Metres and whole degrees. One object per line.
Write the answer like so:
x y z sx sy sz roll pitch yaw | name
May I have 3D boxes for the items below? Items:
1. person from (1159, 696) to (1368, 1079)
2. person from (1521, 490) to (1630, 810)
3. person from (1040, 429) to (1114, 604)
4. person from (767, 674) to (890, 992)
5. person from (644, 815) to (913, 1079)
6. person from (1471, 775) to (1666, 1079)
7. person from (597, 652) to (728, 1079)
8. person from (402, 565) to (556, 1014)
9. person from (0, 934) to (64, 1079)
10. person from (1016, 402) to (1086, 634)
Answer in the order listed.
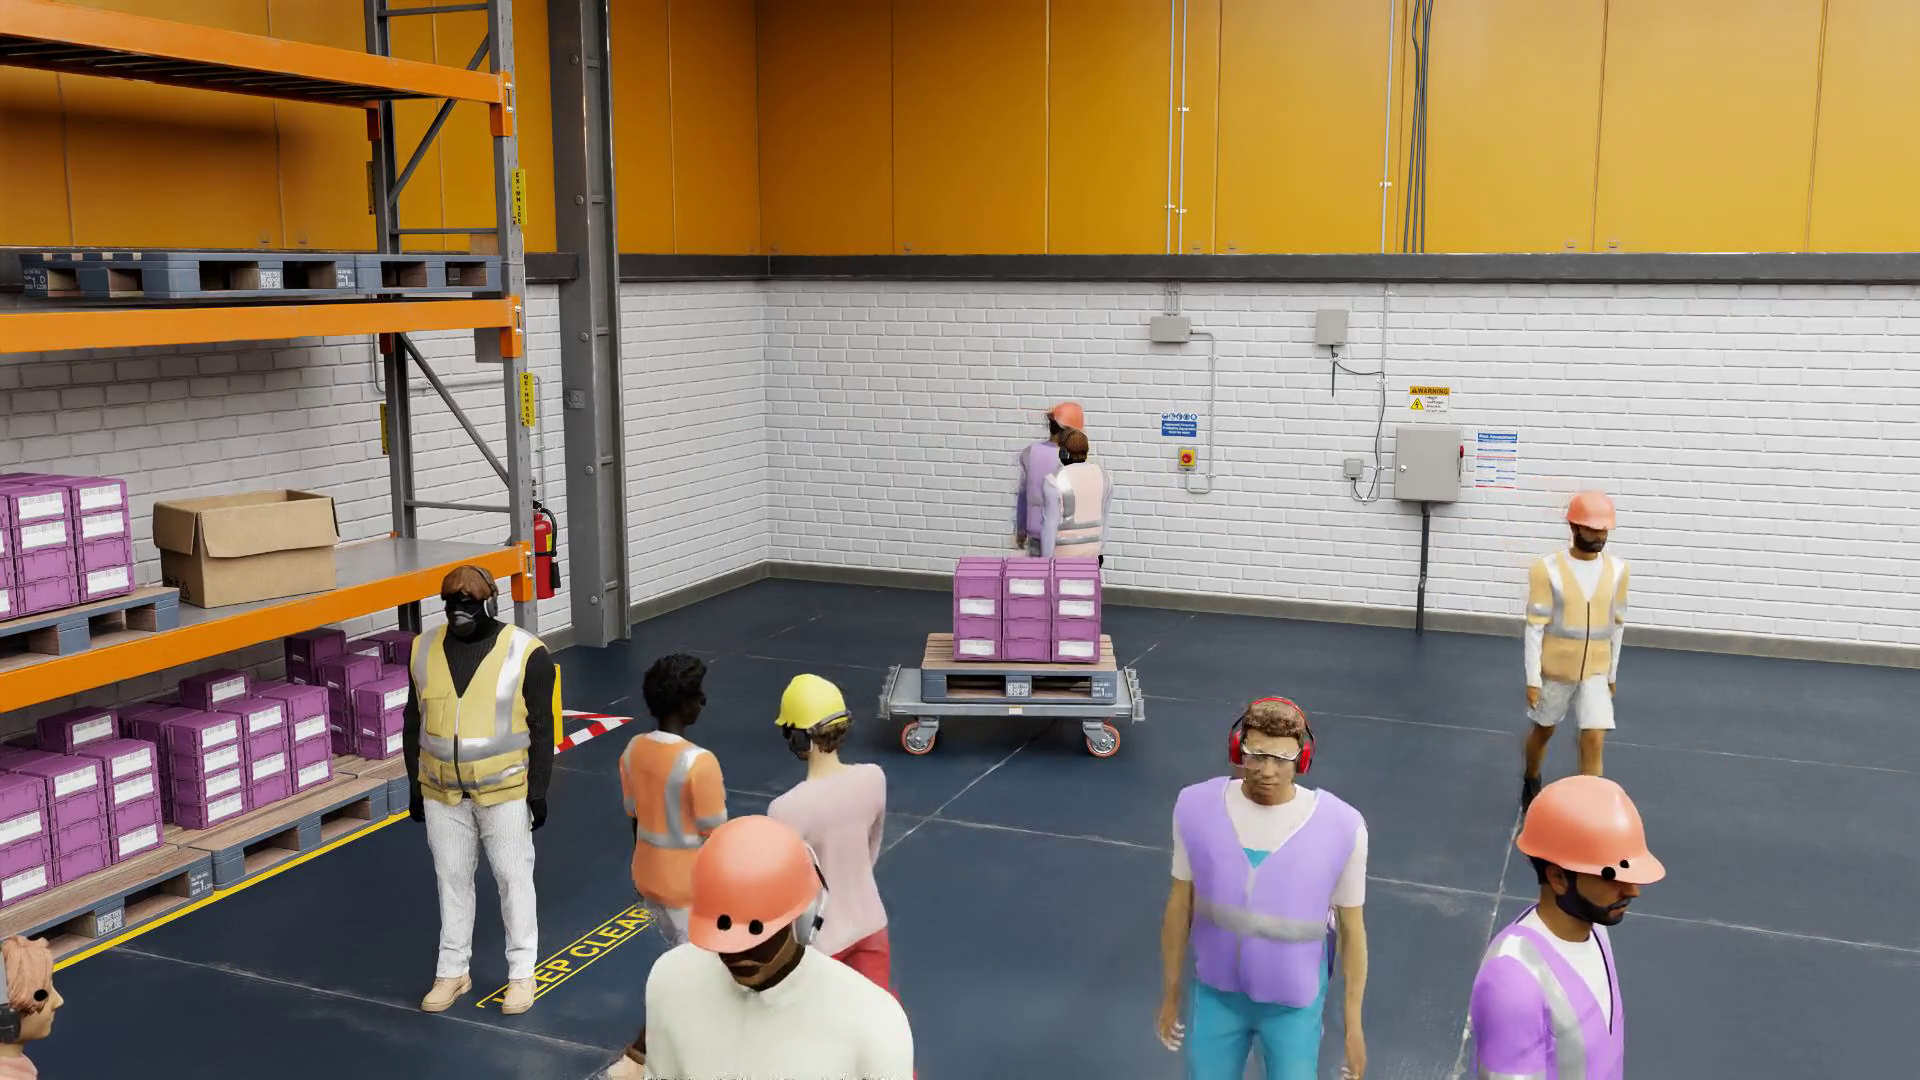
0.858 1.338 4.909 0.709 1.821 0.386 5 10 26 | person
3.230 0.661 8.762 0.558 1.888 1.016 0 9 -1 | person
0.823 0.101 12.273 0.627 1.846 0.429 -7 12 -36 | person
-0.448 1.283 5.487 0.537 1.717 0.893 -9 13 -44 | person
-0.383 1.496 3.438 0.638 1.967 0.465 3 10 20 | person
1.340 1.461 3.745 0.375 1.935 0.551 7 12 36 | person
-1.028 1.227 5.942 0.665 1.673 0.534 -8 12 -41 | person
-1.960 1.010 6.765 0.626 1.844 0.429 1 9 5 | person
-2.006 1.642 3.544 0.520 1.639 0.312 9 13 43 | person
0.656 -0.064 12.800 0.645 2.004 0.618 8 12 40 | person
